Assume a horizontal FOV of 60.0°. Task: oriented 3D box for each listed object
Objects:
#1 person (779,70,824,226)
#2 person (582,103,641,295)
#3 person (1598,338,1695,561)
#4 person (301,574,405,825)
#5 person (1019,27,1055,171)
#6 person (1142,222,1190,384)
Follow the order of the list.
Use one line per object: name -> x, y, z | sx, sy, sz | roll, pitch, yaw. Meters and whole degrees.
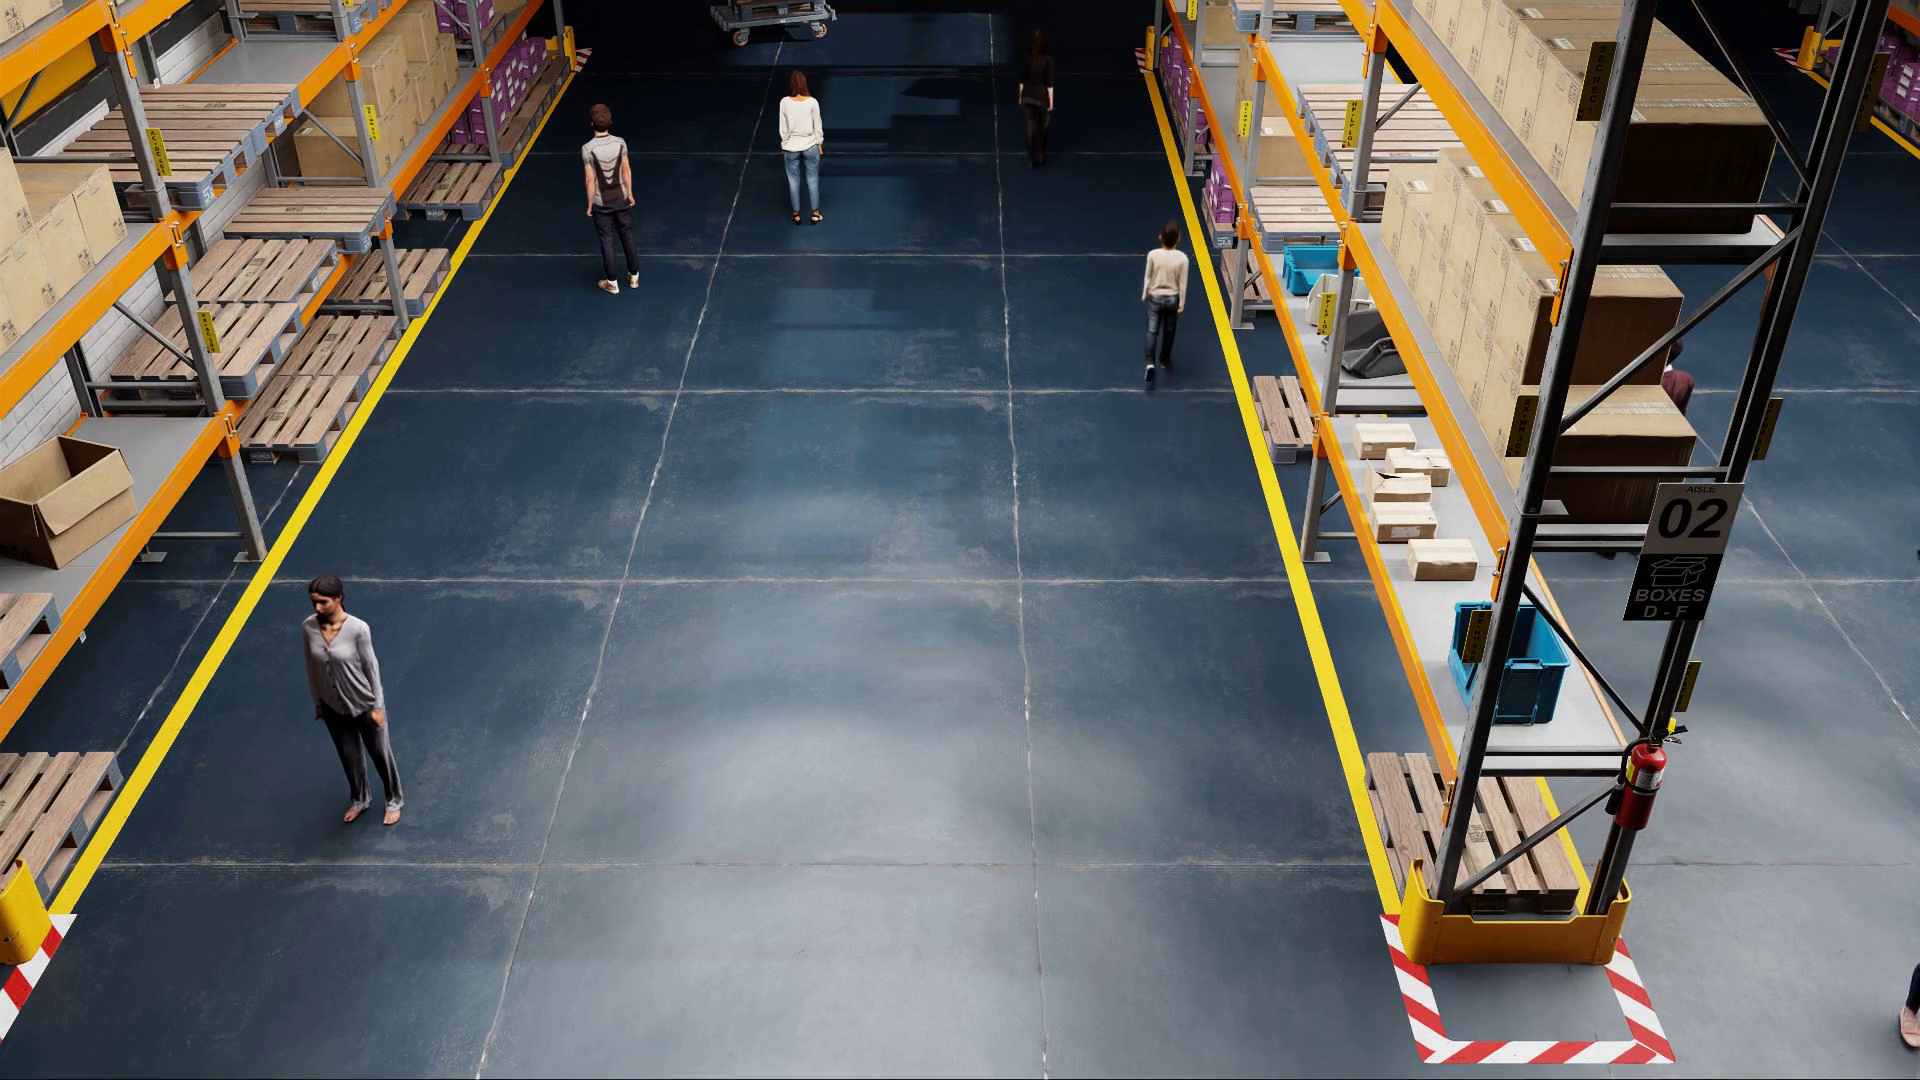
person -> -1.708, -4.211, 17.863 | 0.615, 1.682, 0.519 | 1, 34, 1
person -> -3.448, -3.361, 16.391 | 0.741, 1.895, 0.748 | -20, 38, -27
person -> 5.103, -0.700, 12.415 | 0.744, 1.864, 0.681 | -9, 35, -13
person -> -3.663, 0.954, 10.008 | 0.598, 1.774, 0.554 | 3, 34, 4
person -> 0.854, -5.055, 19.179 | 0.598, 1.630, 0.582 | 5, 34, 7
person -> 1.813, -2.110, 14.918 | 0.612, 1.442, 0.928 | 4, 34, 6
